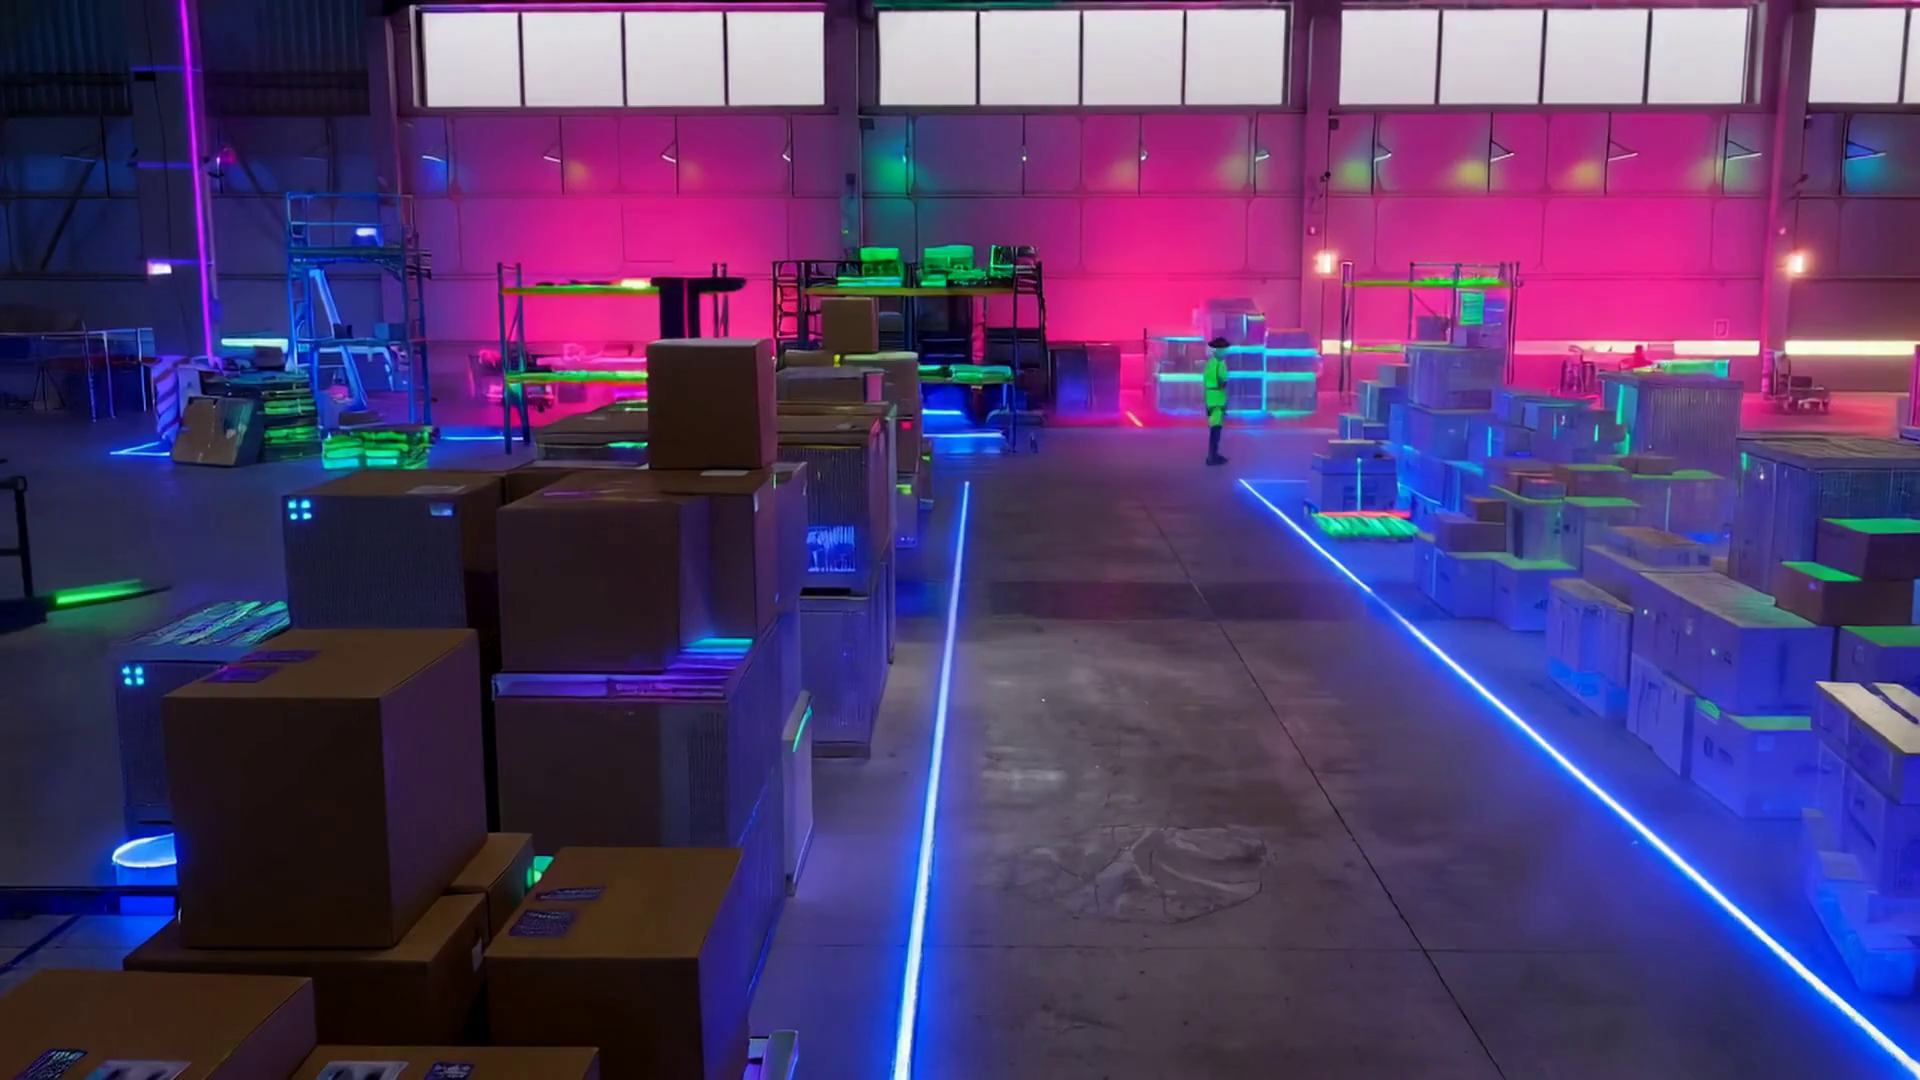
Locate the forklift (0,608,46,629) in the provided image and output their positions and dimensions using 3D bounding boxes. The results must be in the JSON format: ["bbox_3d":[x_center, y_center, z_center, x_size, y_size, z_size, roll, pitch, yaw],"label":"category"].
[{"bbox_3d":[-8.660,-0.615,13.317,1.129,2.768,1.873,8,12,40],"label":"forklift"}]

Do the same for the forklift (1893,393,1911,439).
[{"bbox_3d":[14.732,-2.410,24.068,1.873,2.768,1.129,3,10,16],"label":"forklift"}]

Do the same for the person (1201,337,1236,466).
[{"bbox_3d":[3.928,-2.059,24.837,0.680,1.914,0.580,-5,11,-29],"label":"person"}]

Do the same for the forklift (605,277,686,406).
[{"bbox_3d":[-4.121,-2.375,23.862,1.873,2.768,1.129,-1,10,-5],"label":"forklift"}]
